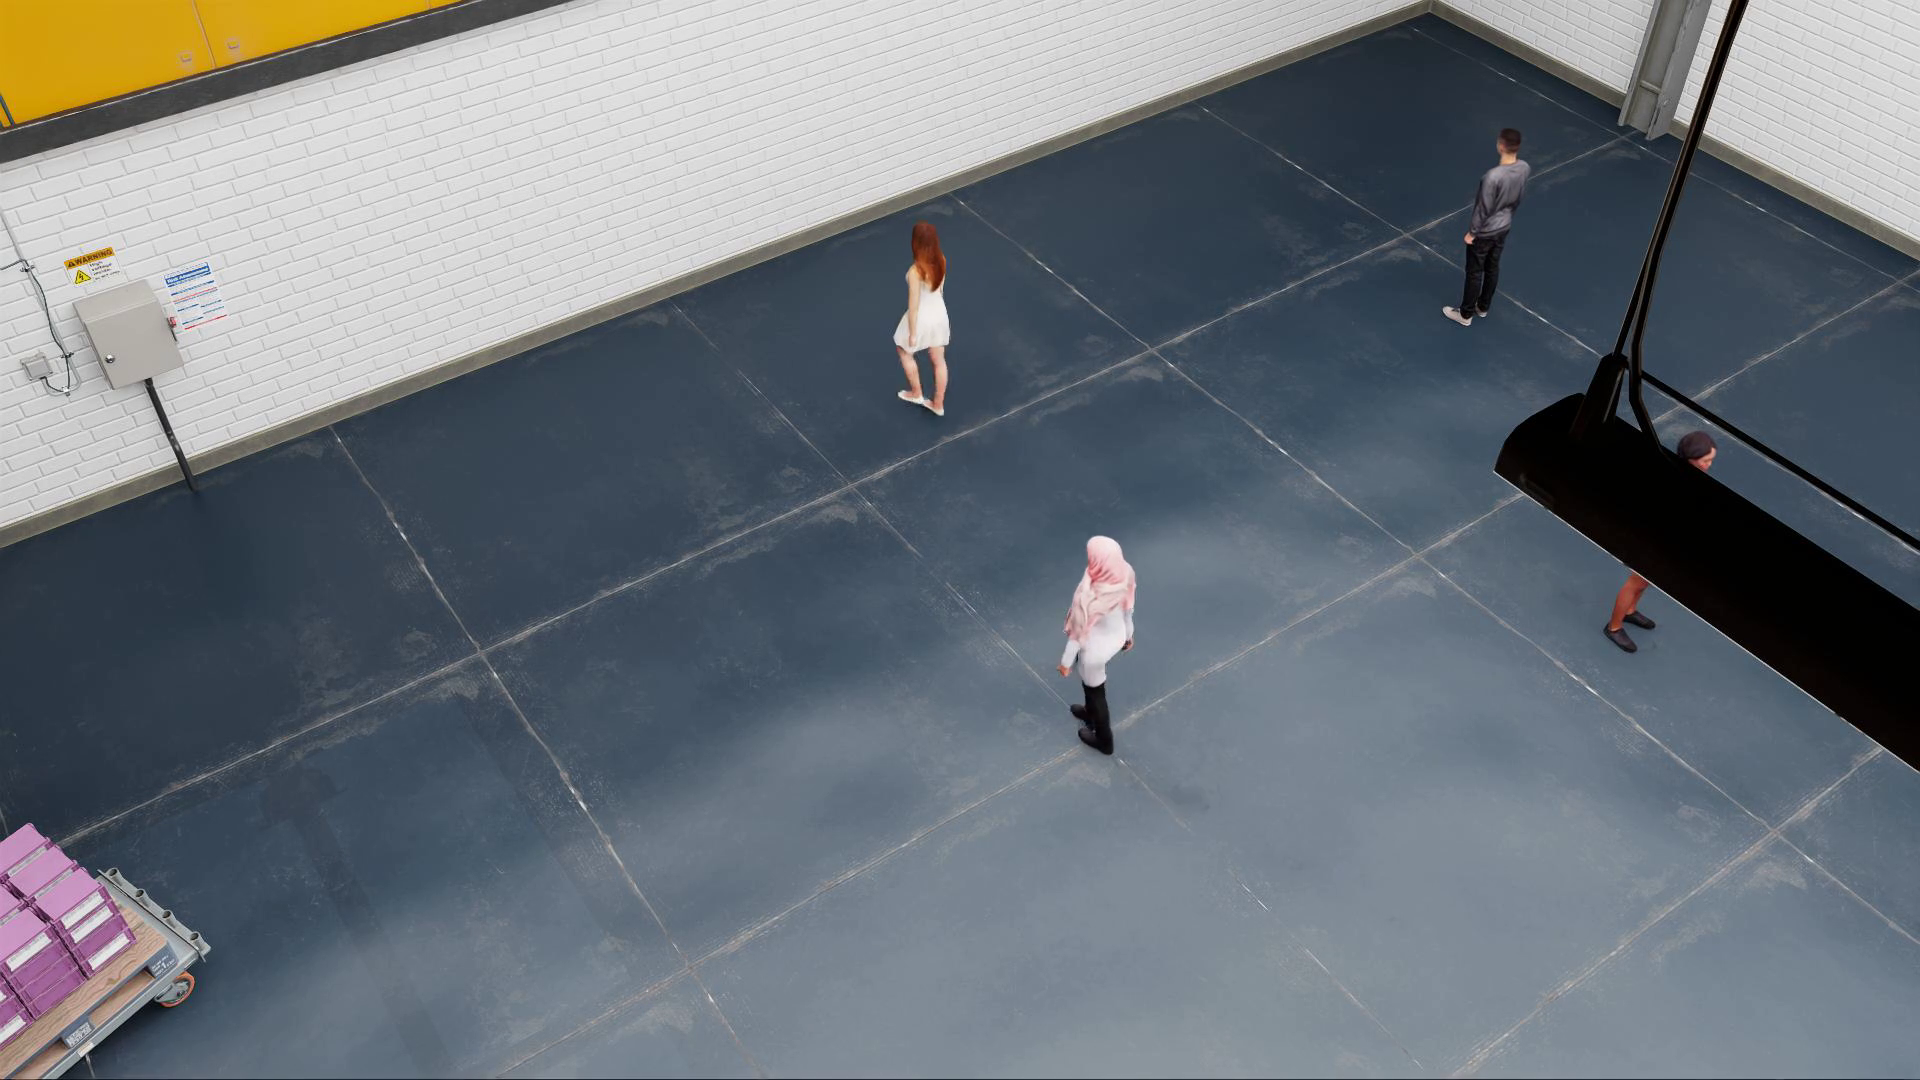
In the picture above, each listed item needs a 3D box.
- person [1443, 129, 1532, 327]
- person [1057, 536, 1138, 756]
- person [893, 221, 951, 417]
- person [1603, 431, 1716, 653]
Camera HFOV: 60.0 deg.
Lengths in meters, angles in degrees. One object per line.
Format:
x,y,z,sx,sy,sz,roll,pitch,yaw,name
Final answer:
4.336,-2.554,13.579,0.625,1.766,0.548,-23,48,-22,person
0.921,0.696,10.150,0.720,1.790,0.717,34,53,30,person
-0.192,-1.637,12.663,0.635,1.702,0.683,-34,53,-30,person
4.610,-0.018,10.928,0.589,1.751,0.633,32,52,29,person
